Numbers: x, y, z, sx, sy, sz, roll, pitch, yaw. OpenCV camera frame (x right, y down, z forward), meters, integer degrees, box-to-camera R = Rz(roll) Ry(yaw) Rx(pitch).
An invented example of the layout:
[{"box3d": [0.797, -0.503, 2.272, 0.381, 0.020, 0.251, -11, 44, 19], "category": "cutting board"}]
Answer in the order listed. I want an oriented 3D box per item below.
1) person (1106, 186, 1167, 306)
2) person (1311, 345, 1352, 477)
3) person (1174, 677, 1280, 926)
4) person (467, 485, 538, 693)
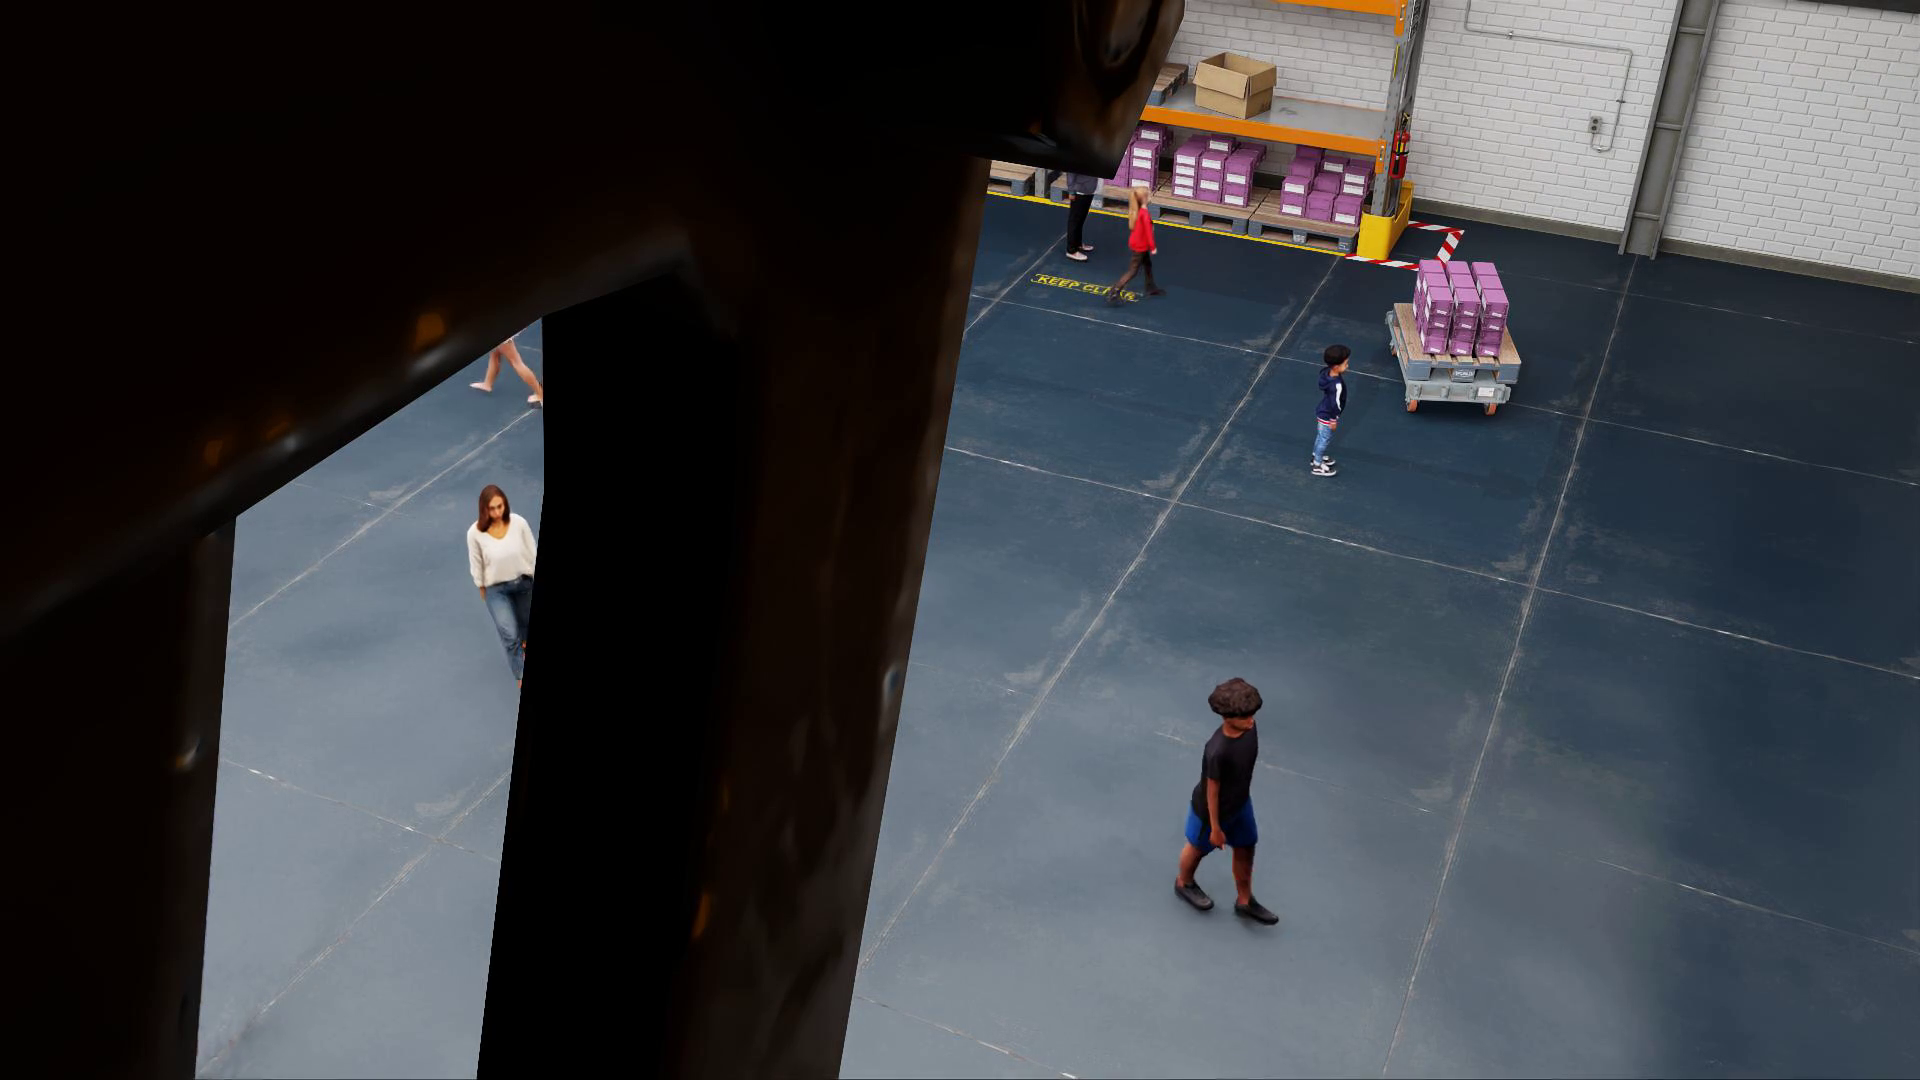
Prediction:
[{"box3d": [1.808, -3.019, 17.171, 0.964, 1.259, 0.817, -6, 34, -8], "category": "person"}, {"box3d": [3.190, -1.133, 14.368, 0.566, 1.221, 0.571, 3, 34, 4], "category": "person"}, {"box3d": [1.482, 1.513, 9.888, 0.991, 1.773, 0.800, 27, 42, 35], "category": "person"}, {"box3d": [-3.213, 0.284, 11.850, 1.019, 1.649, 1.122, -15, 37, -22], "category": "person"}]
